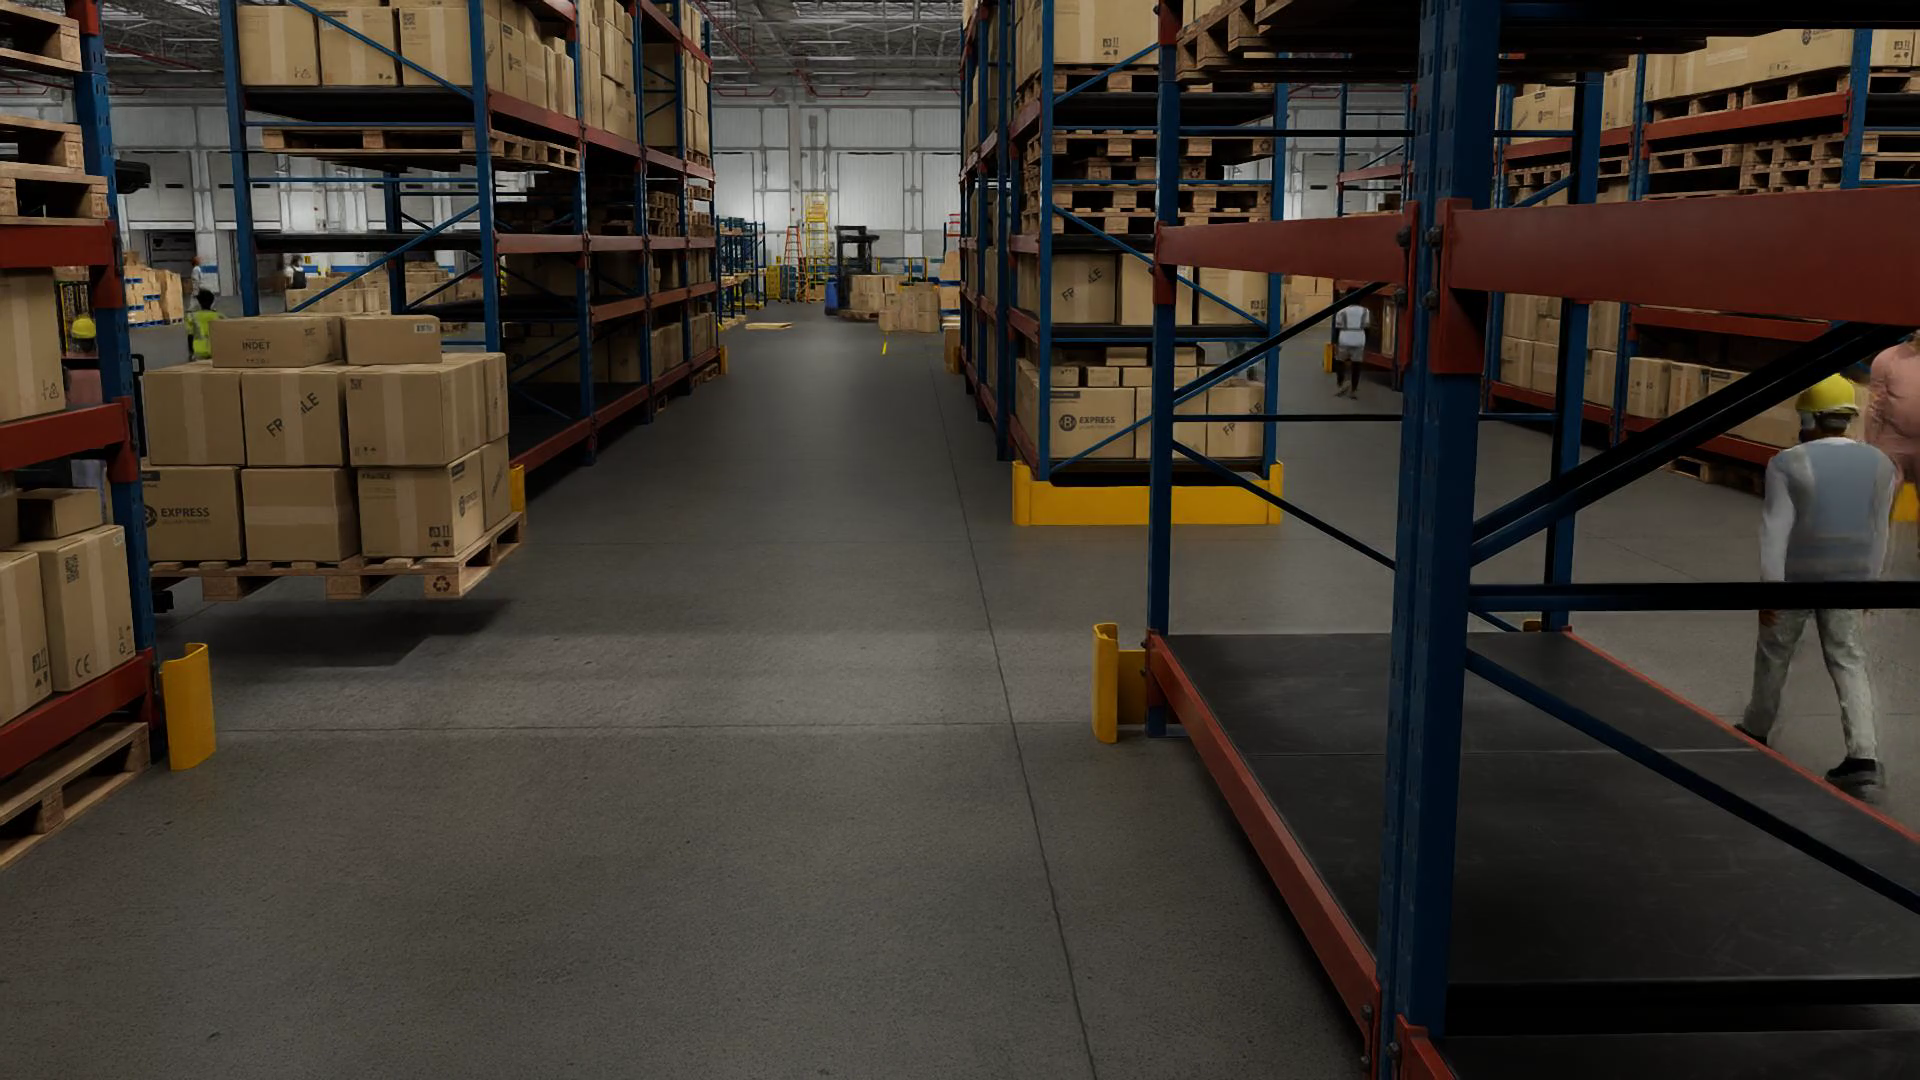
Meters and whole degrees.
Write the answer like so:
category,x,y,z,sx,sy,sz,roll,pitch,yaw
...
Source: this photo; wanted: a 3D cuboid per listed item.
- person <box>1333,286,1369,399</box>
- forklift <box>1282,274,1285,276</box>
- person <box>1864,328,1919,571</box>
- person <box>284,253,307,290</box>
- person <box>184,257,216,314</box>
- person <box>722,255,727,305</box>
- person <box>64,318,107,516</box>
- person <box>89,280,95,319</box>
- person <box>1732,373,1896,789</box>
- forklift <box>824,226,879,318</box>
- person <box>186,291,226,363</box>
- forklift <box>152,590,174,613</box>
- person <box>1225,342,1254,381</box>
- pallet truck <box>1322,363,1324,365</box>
category,x,y,z,sx,sy,sz,roll,pitch,yaw
person,5.850,-2.952,24.897,0.544,1.680,0.520,0,10,0
forklift,12.168,-10.666,64.537,1.129,2.768,1.873,0,10,-2
person,6.736,-0.693,11.740,0.639,1.899,0.396,4,11,23
person,-18.989,-7.222,47.695,0.574,2.000,0.706,5,11,26
person,-24.686,-8.238,53.928,0.990,1.842,0.595,-3,10,-14
person,-8.735,-9.602,61.520,0.430,1.838,0.645,-5,11,-25
person,-7.245,-0.999,13.935,0.525,1.718,0.911,-7,12,-34
person,-18.201,-4.974,35.435,0.705,1.942,0.622,6,12,31
person,3.769,0.156,7.284,0.601,1.792,0.934,0,10,-2
forklift,-3.364,-8.232,50.982,1.129,2.768,1.873,-5,11,-26
person,-10.348,-2.590,22.895,0.556,1.667,0.753,-6,12,-29
forklift,-5.858,-0.811,9.639,1.873,2.768,1.129,-1,10,-3
person,4.522,-3.460,27.055,0.630,1.928,0.500,-4,11,-19
pallet truck,7.712,-4.157,30.737,1.885,1.965,0.823,3,11,16
